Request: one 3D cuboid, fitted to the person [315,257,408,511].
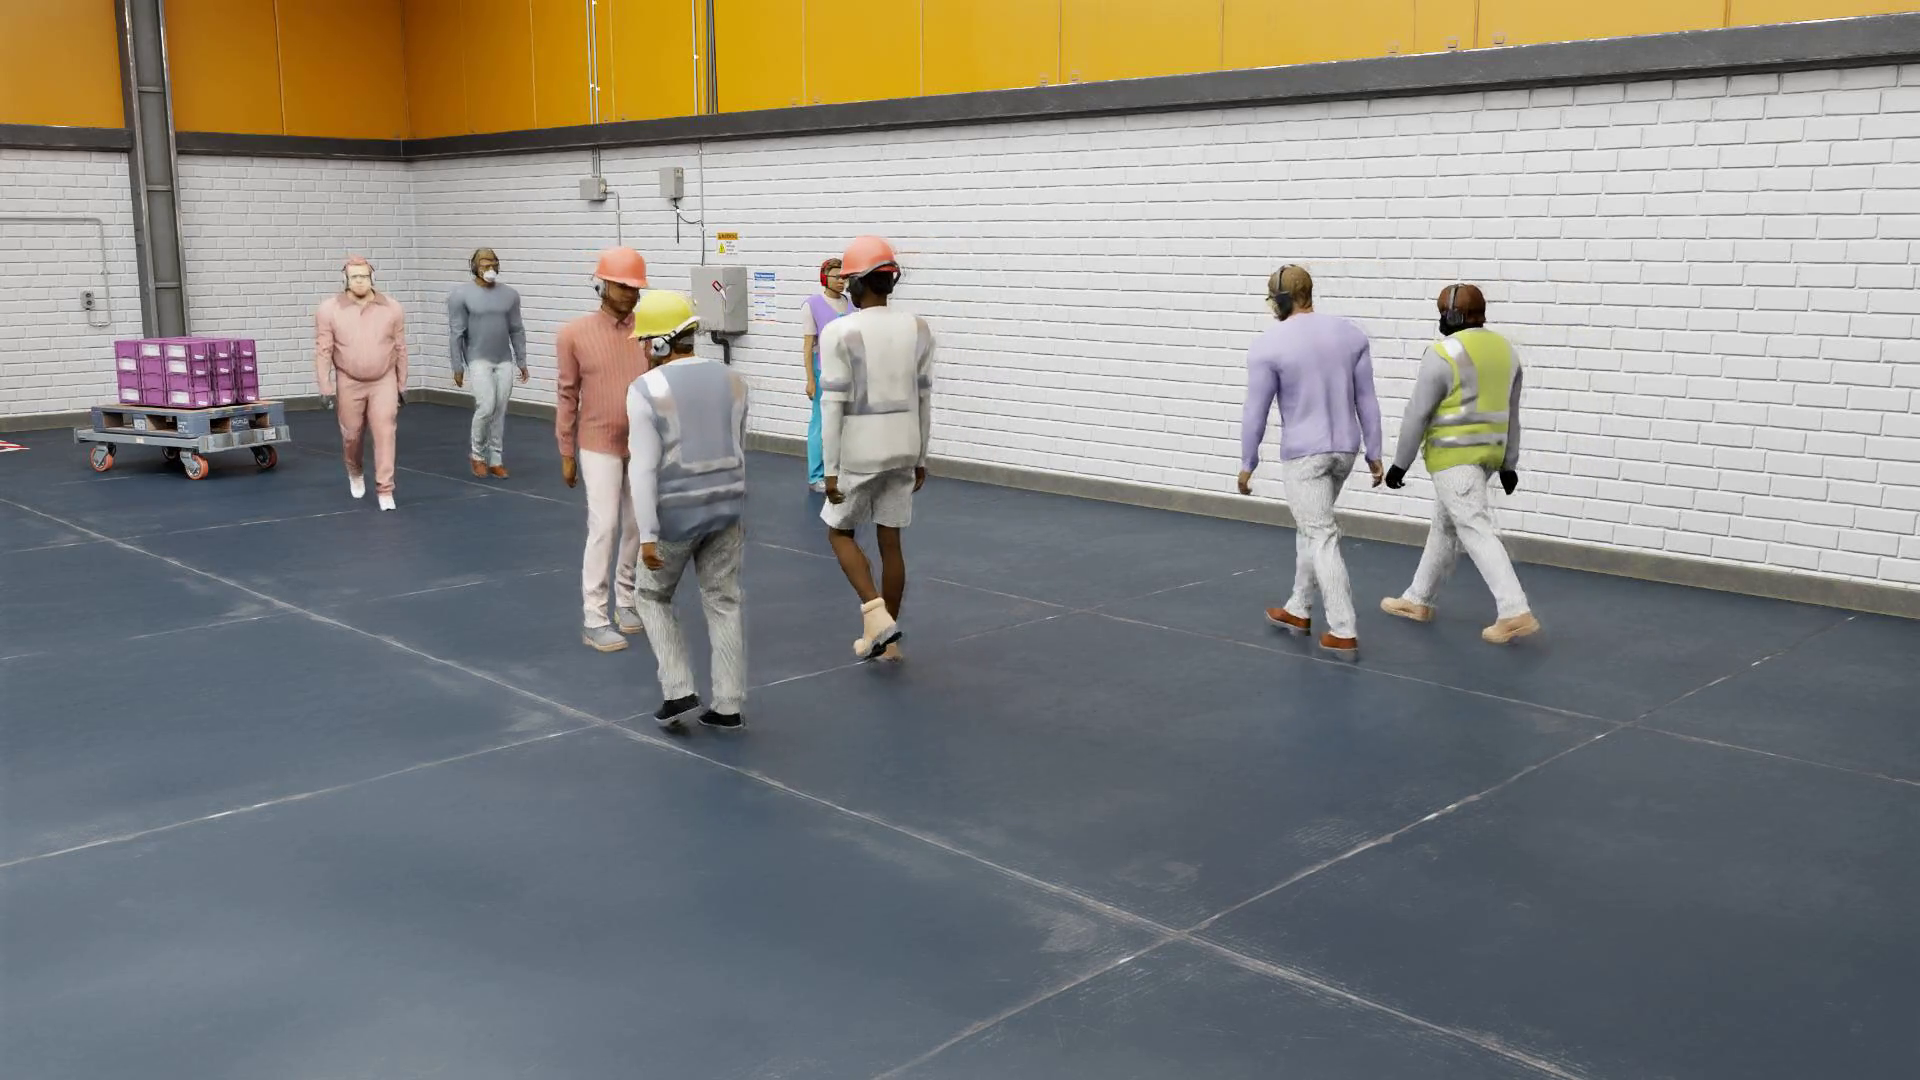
[{"bbox_3d":[-4.484,-1.188,12.500,0.655,1.877,0.889,-4,11,-23],"label":"person"}]

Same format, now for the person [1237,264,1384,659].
[{"bbox_3d":[1.698,-0.398,8.165,0.640,1.873,0.894,-4,11,-22],"label":"person"}]

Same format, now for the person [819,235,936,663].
[{"bbox_3d":[-0.391,-0.399,7.777,0.608,2.029,0.461,-6,12,-31],"label":"person"}]

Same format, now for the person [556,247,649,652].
[{"bbox_3d":[-1.680,-0.468,8.310,0.637,1.961,0.663,-6,12,-28],"label":"person"}]

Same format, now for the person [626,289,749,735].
[{"bbox_3d":[-1.100,-0.099,6.724,0.604,1.803,0.500,-8,13,-39],"label":"person"}]

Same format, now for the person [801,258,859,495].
[{"bbox_3d":[-1.020,-1.293,13.122,0.377,1.844,0.567,9,14,40],"label":"person"}]

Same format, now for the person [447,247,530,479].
[{"bbox_3d":[-3.886,-1.451,13.796,0.445,1.924,0.629,10,14,42],"label":"person"}]

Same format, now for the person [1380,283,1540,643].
[{"bbox_3d":[2.574,-0.398,8.427,0.628,1.799,0.992,-8,13,-37],"label":"person"}]
